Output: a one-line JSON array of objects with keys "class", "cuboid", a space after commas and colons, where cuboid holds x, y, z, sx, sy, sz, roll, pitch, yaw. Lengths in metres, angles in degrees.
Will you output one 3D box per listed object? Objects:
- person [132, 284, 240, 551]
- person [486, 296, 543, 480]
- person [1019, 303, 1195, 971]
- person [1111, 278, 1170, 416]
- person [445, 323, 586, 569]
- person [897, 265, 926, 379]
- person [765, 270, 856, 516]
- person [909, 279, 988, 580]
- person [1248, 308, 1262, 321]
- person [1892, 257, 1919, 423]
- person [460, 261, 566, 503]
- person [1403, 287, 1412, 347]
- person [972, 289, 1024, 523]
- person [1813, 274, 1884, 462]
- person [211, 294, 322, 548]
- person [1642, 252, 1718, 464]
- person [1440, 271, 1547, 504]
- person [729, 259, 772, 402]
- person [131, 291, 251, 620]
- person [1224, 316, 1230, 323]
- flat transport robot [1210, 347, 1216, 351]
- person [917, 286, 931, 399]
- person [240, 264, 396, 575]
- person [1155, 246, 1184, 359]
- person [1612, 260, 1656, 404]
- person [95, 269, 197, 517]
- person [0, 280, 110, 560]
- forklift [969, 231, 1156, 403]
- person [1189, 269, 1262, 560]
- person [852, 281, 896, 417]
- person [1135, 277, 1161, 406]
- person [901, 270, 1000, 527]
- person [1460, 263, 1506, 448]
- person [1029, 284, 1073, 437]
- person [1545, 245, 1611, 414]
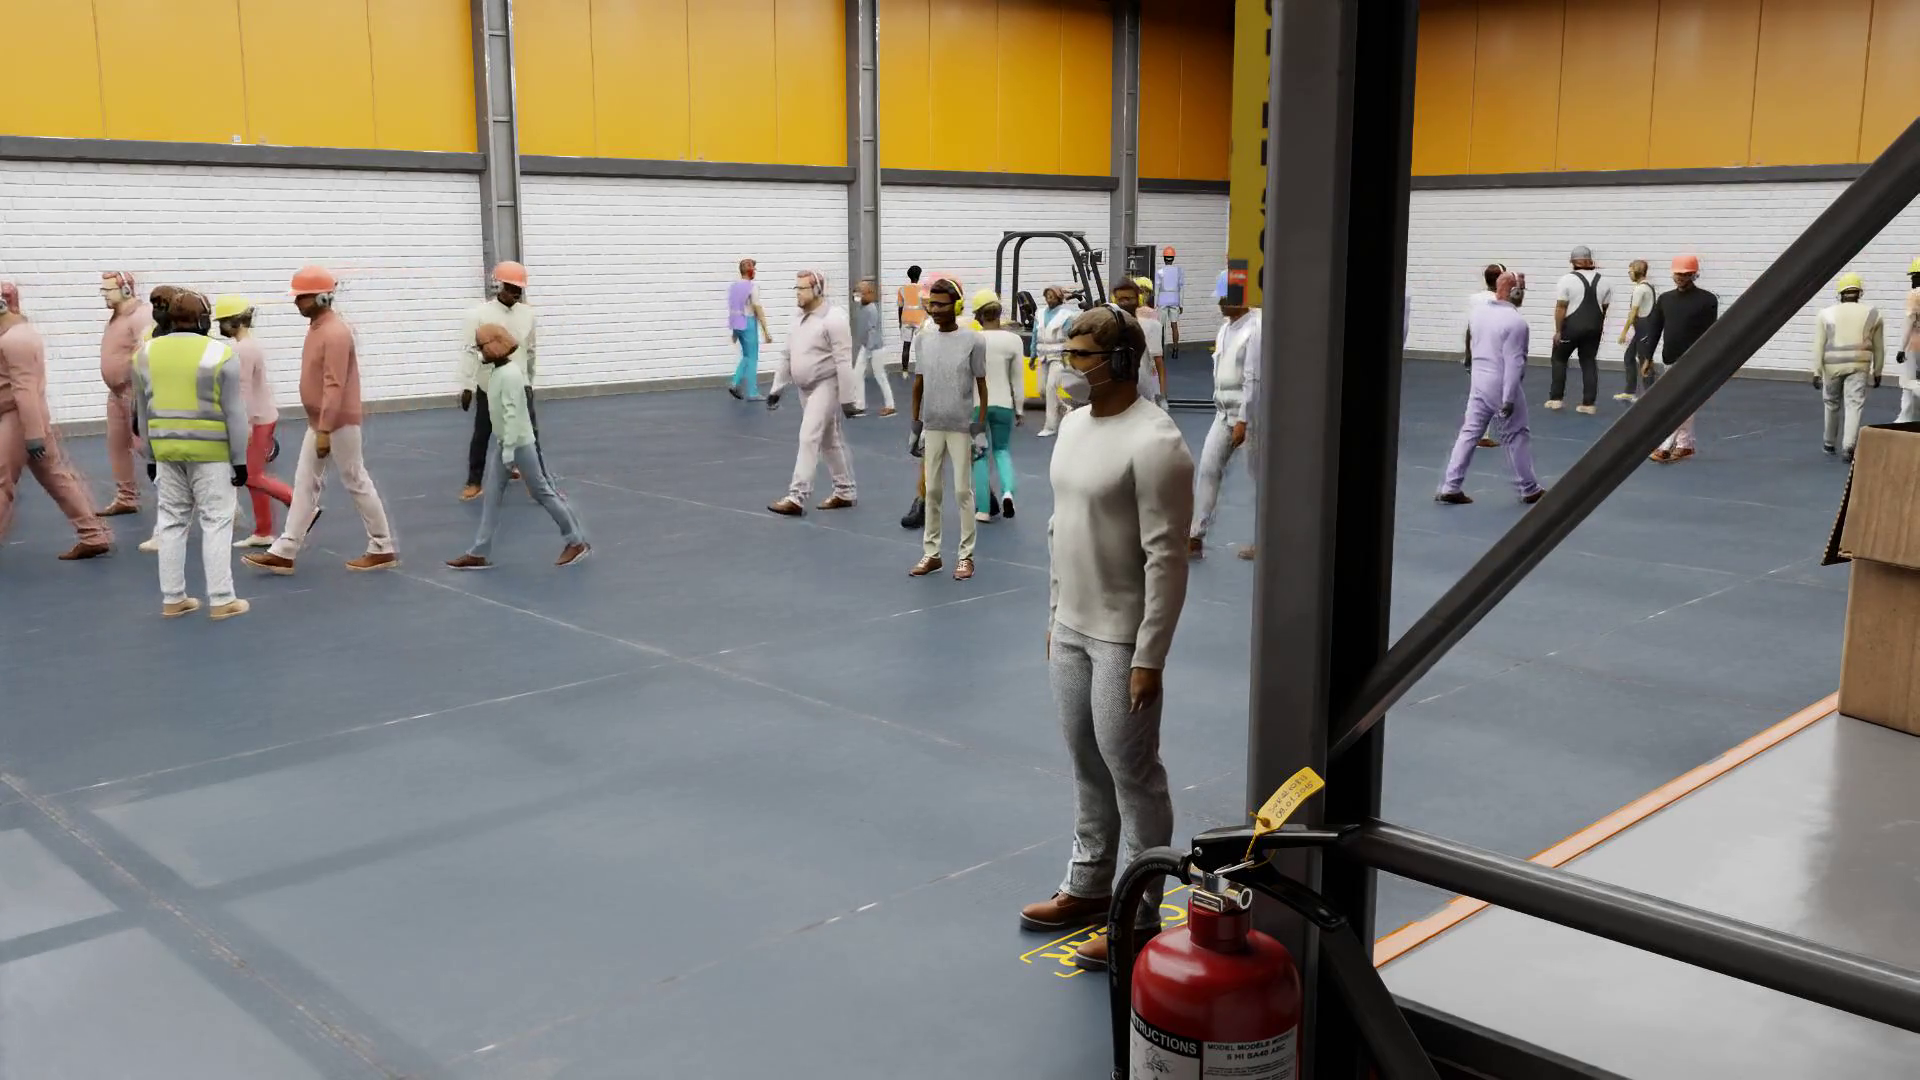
[{"class": "person", "cuboid": [-5.425, -0.879, 11.596, 0.622, 1.815, 0.891, 6, 12, 31]}, {"class": "person", "cuboid": [-3.857, -1.296, 14.371, 0.453, 1.620, 0.504, 3, 11, 15]}, {"class": "person", "cuboid": [0.432, 0.281, 4.894, 0.370, 1.939, 0.631, -5, 12, -26]}, {"class": "person", "cuboid": [1.291, -1.042, 12.467, 0.544, 1.810, 0.985, 1, 10, 4]}, {"class": "person", "cuboid": [-2.845, -0.603, 10.666, 0.876, 1.583, 0.542, -6, 12, -29]}, {"class": "person", "cuboid": [-0.677, -3.214, 24.627, 0.535, 1.693, 0.317, 4, 11, 20]}, {"class": "person", "cuboid": [-1.186, -1.117, 12.725, 0.946, 1.864, 0.652, -7, 13, -34]}, {"class": "person", "cuboid": [-0.078, -0.682, 10.342, 0.538, 1.866, 0.313, 4, 11, 23]}, {"class": "person", "cuboid": [3.463, -2.107, 18.736, 0.522, 1.636, 0.310, 8, 13, 36]}, {"class": "person", "cuboid": [10.486, -2.115, 18.063, 0.603, 1.897, 0.673, -7, 12, -33]}, {"class": "person", "cuboid": [-3.669, -1.247, 13.270, 0.665, 1.939, 0.937, -9, 14, -40]}, {"class": "person", "cuboid": [4.656, -2.190, 18.482, 0.651, 1.891, 0.760, 4, 11, 19]}, {"class": "person", "cuboid": [0.210, -0.987, 12.354, 0.524, 1.742, 0.381, -3, 11, -14]}, {"class": "person", "cuboid": [8.467, -1.645, 15.864, 0.606, 1.776, 0.975, 4, 11, 22]}, {"class": "person", "cuboid": [-4.728, -0.792, 11.285, 0.596, 1.735, 0.553, -3, 11, -15]}, {"class": "person", "cuboid": [6.665, -1.693, 15.568, 0.909, 1.958, 0.659, -6, 12, -29]}, {"class": "person", "cuboid": [4.274, -1.194, 13.167, 0.991, 1.858, 0.650, -4, 11, -20]}, {"class": "person", "cuboid": [-2.714, -2.678, 21.305, 0.457, 1.833, 0.594, -8, 13, -37]}, {"class": "person", "cuboid": [-4.267, -0.466, 9.290, 0.636, 1.831, 0.432, 1, 10, 6]}, {"class": "person", "cuboid": [4.525, -3.718, 26.885, 0.645, 1.865, 0.605, -9, 13, -39]}, {"class": "flat transport robot", "cuboid": [5.324, -3.537, 30.259, 1.431, 0.197, 0.652, -5, 12, -26]}, {"class": "person", "cuboid": [-0.283, -1.898, 17.625, 0.397, 1.626, 0.539, -5, 11, -24]}, {"class": "person", "cuboid": [-4.025, -0.734, 10.401, 0.917, 1.942, 0.627, -8, 13, -37]}, {"class": "person", "cuboid": [3.593, -4.098, 28.772, 0.553, 1.935, 0.361, -1, 10, -8]}, {"class": "person", "cuboid": [8.560, -2.624, 21.056, 0.667, 1.813, 0.550, 6, 12, 30]}, {"class": "person", "cuboid": [-6.254, -1.128, 12.733, 0.645, 1.881, 0.727, 8, 13, 38]}, {"class": "person", "cuboid": [-6.086, -0.744, 10.725, 1.019, 1.853, 0.655, -5, 11, -24]}, {"class": "forklift", "cuboid": [1.222, -2.721, 20.561, 2.313, 2.155, 1.214, 2, 11, 13]}, {"class": "person", "cuboid": [1.730, -0.796, 10.816, 0.900, 1.906, 0.617, -4, 11, -22]}, {"class": "person", "cuboid": [-1.069, -2.218, 19.422, 0.714, 1.598, 0.515, -5, 12, -26]}, {"class": "person", "cuboid": [1.842, -1.838, 17.094, 0.841, 1.714, 0.584, -7, 12, -32]}, {"class": "person", "cuboid": [-0.067, -1.038, 12.266, 0.928, 1.892, 0.548, -9, 14, -40]}, {"class": "person", "cuboid": [5.327, -1.842, 16.717, 0.390, 1.845, 0.541, -6, 12, -29]}, {"class": "person", "cuboid": [1.024, -1.920, 17.751, 0.549, 1.616, 0.526, -10, 14, -44]}, {"class": "person", "cuboid": [7.443, -2.561, 20.110, 0.753, 2.000, 0.775, -2, 11, -11]}]
